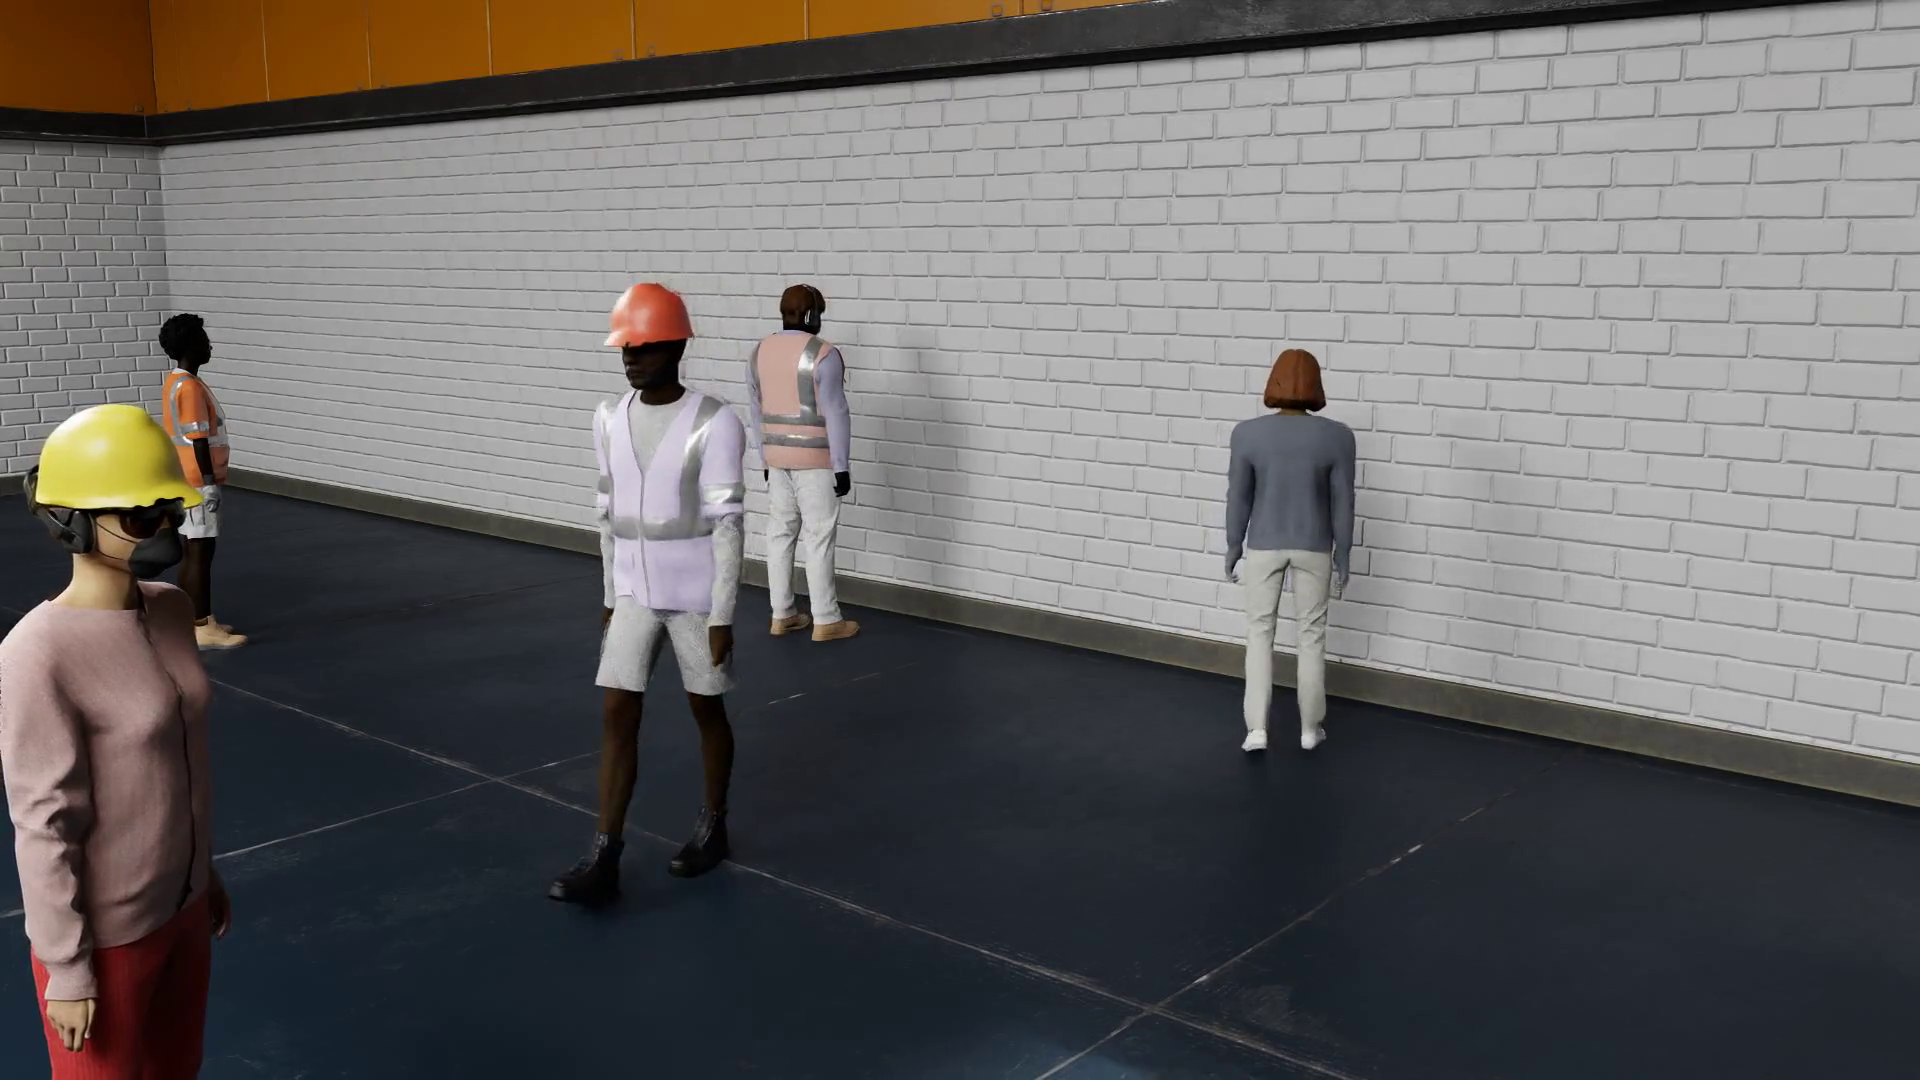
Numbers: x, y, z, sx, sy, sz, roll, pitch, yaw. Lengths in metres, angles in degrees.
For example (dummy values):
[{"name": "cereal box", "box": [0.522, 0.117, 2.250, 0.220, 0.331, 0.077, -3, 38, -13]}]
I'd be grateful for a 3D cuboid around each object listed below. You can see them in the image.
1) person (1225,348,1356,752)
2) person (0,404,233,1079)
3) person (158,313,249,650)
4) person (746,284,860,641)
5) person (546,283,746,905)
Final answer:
[{"name": "person", "box": [1.319, 0.055, 6.675, 0.505, 1.644, 0.338, 2, 10, 12]}, {"name": "person", "box": [-1.408, 0.648, 2.874, 0.325, 1.767, 0.533, 0, 10, 1]}, {"name": "person", "box": [-3.859, -0.294, 8.424, 0.318, 1.700, 0.535, -7, 12, -34]}, {"name": "person", "box": [-0.801, -0.398, 8.623, 0.625, 1.841, 0.429, 7, 12, 35]}, {"name": "person", "box": [-0.962, 0.186, 5.097, 0.570, 1.905, 0.875, 4, 11, 21]}]
